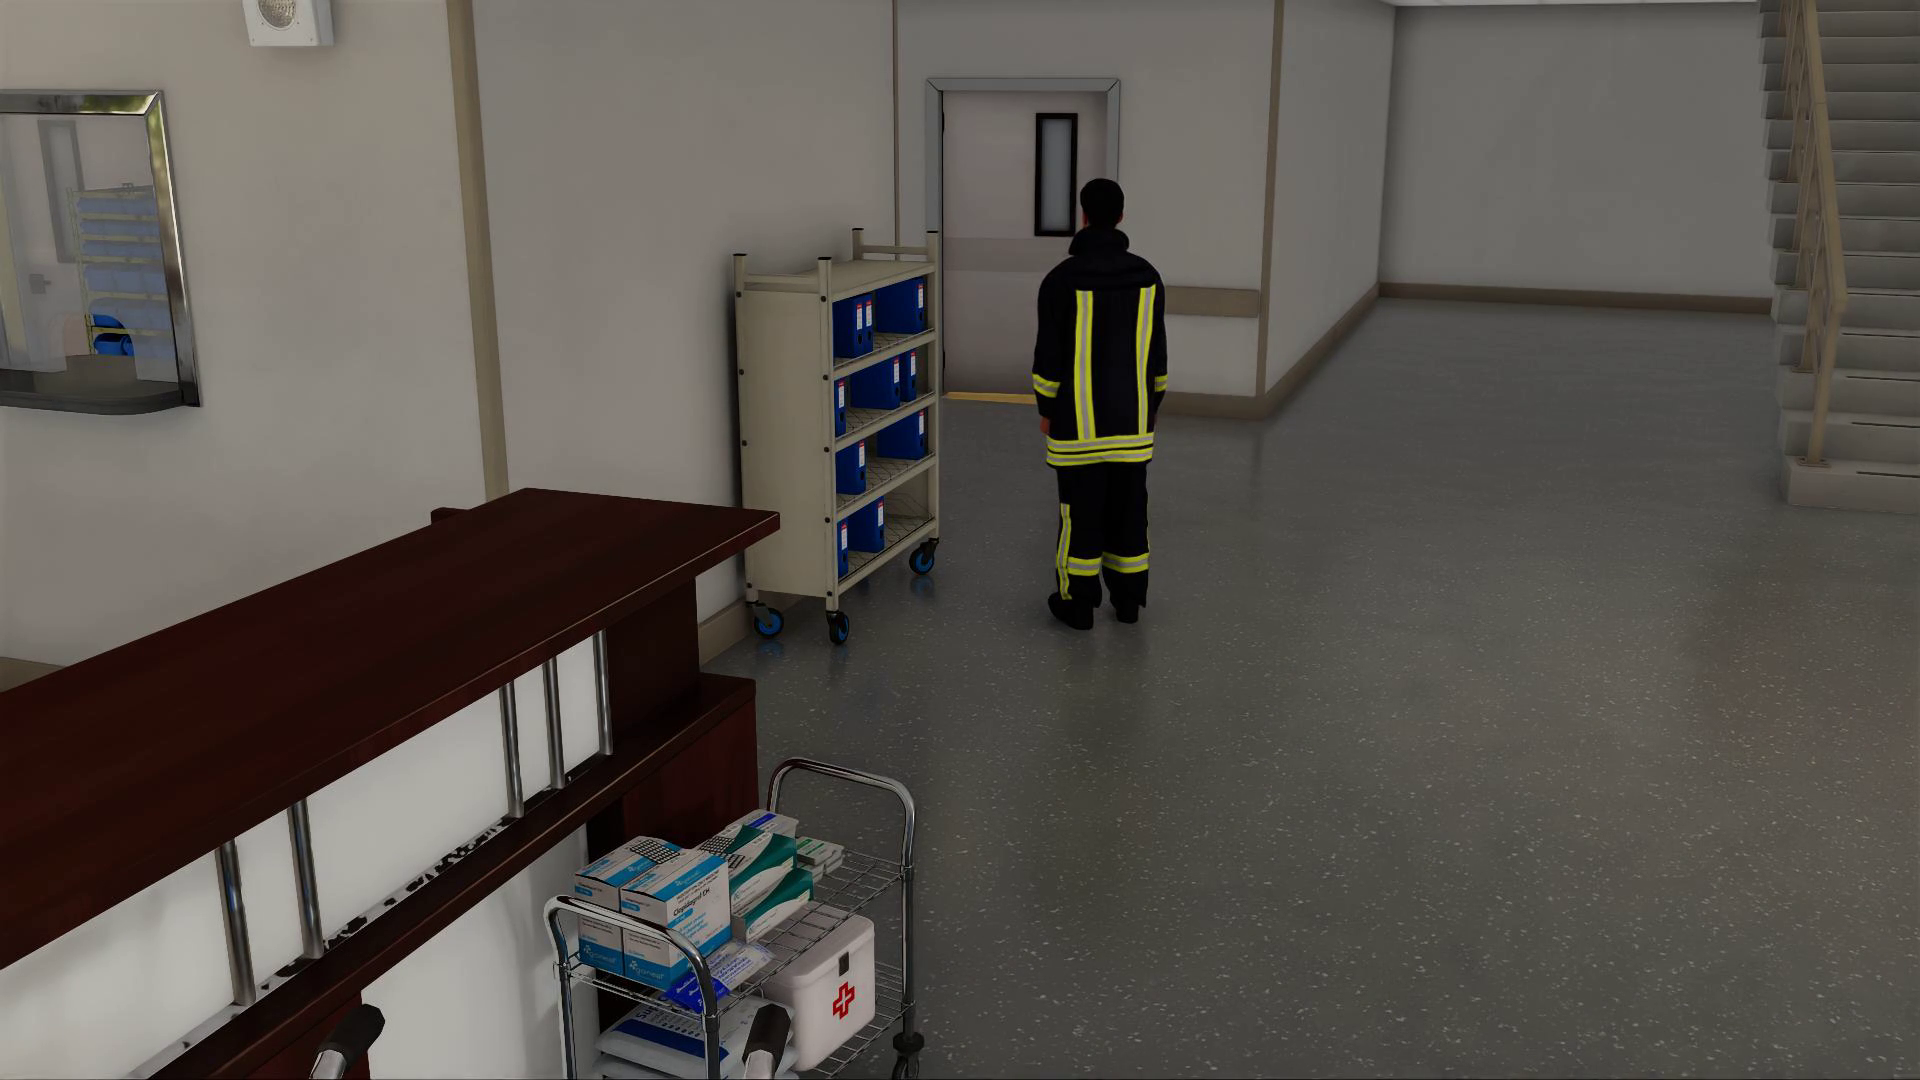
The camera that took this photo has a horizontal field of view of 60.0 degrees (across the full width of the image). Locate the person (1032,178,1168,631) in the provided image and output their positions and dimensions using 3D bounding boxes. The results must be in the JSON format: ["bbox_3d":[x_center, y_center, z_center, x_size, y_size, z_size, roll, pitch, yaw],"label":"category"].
[{"bbox_3d":[0.602,-0.580,7.142,0.896,1.925,0.930,-6,17,-19],"label":"person"}]
